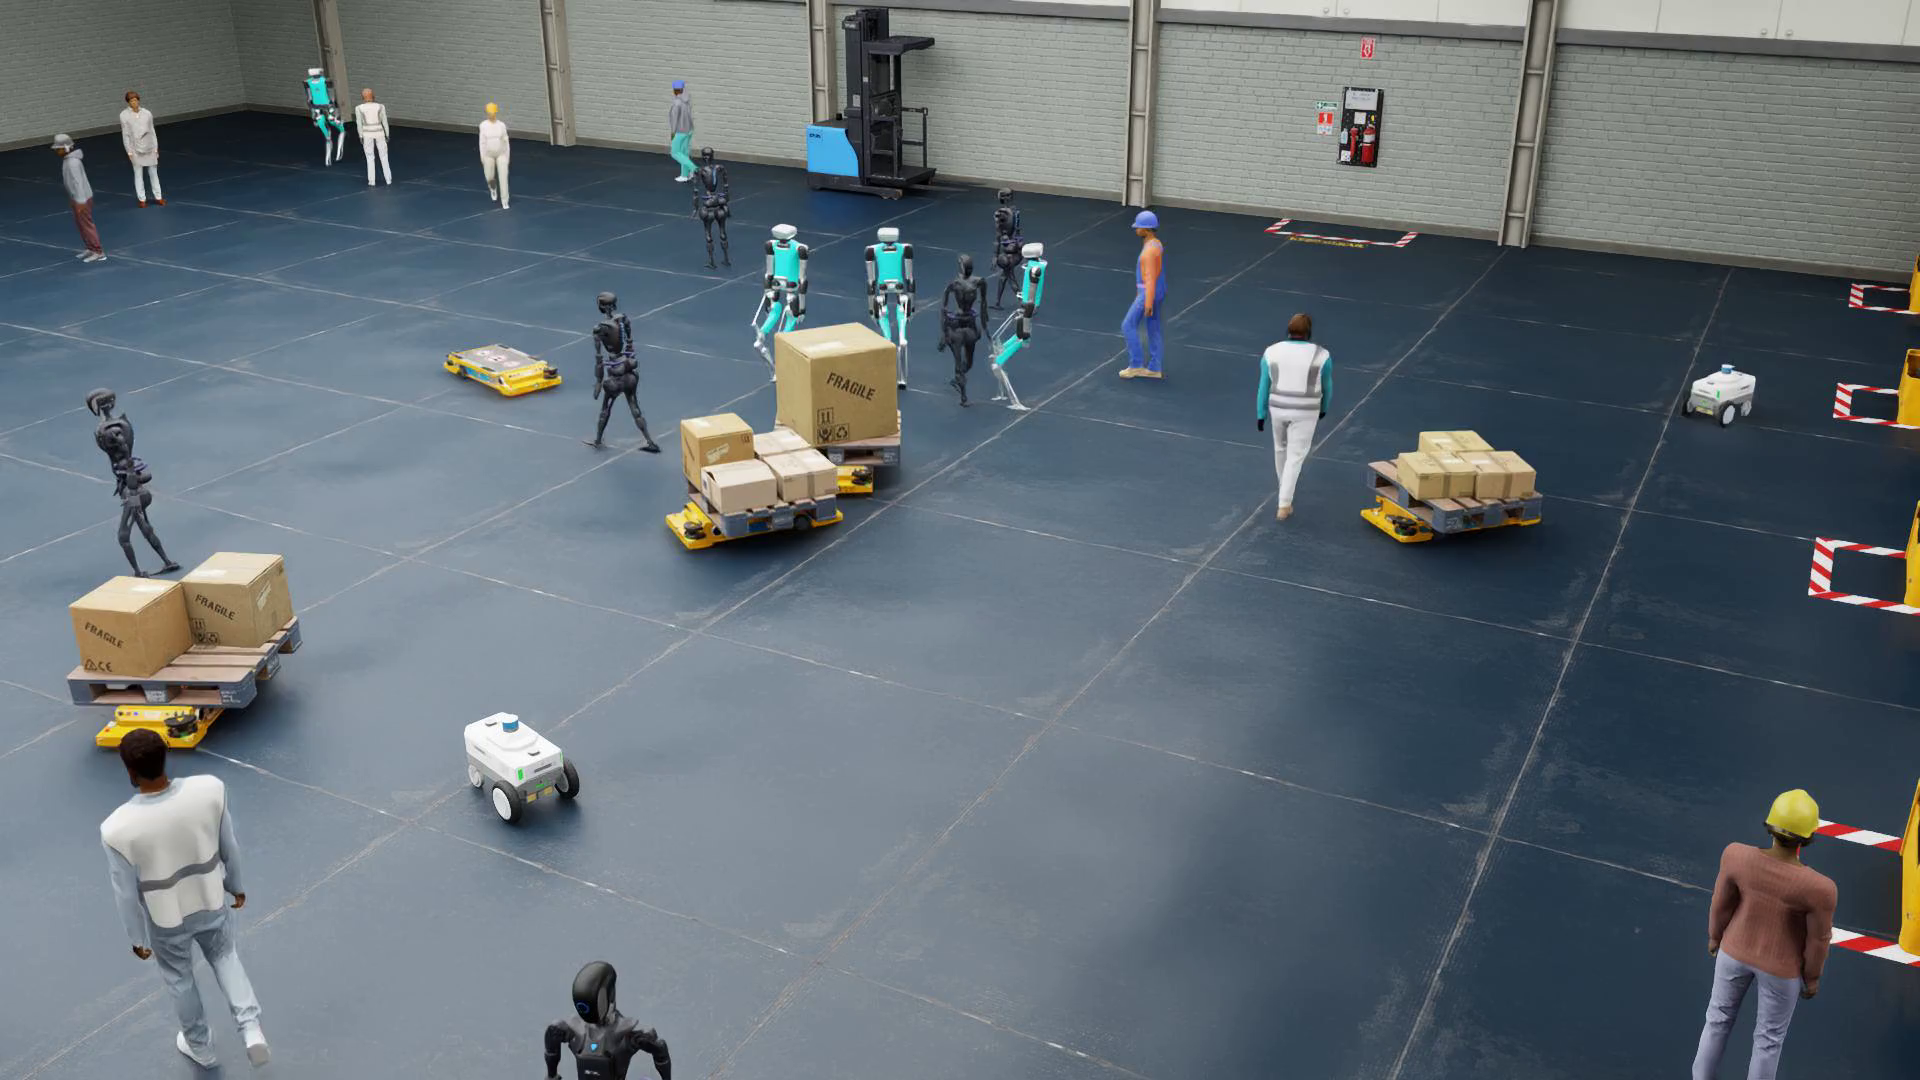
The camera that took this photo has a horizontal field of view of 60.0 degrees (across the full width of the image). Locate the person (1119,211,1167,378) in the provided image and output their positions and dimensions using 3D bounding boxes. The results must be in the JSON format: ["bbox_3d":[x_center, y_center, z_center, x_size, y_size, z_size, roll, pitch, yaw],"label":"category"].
[{"bbox_3d":[2.017,-2.705,18.413,0.592,1.887,0.554,8,25,18],"label":"person"}]

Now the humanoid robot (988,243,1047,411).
[{"bbox_3d":[0.500,-2.229,17.524,0.795,1.799,0.531,2,23,4],"label":"humanoid robot"}]

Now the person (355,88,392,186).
[{"bbox_3d":[-10.039,-6.903,28.505,0.516,1.632,0.310,-10,25,-22],"label":"person"}]

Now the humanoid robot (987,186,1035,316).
[{"bbox_3d":[0.638,-3.611,20.883,0.837,1.630,0.608,14,27,30],"label":"humanoid robot"}]

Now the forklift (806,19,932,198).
[{"bbox_3d":[-1.573,-7.292,27.850,1.873,2.768,1.129,12,26,25],"label":"forklift"}]

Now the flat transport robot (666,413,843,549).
[{"bbox_3d":[-1.794,-0.213,14.658,1.431,0.231,0.659,-11,26,-24],"label":"flat transport robot"}]

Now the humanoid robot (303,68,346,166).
[{"bbox_3d":[-11.478,-7.691,30.228,0.545,1.776,0.883,1,23,1],"label":"humanoid robot"}]

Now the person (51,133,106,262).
[{"bbox_3d":[-12.468,-4.843,23.497,0.391,1.800,0.547,-15,27,-31],"label":"person"}]

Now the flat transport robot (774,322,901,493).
[{"bbox_3d":[-1.172,-0.784,15.987,0.659,0.231,1.431,-1,23,-2],"label":"flat transport robot"}]

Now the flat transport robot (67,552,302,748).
[{"bbox_3d":[-5.423,1.035,11.752,0.659,0.231,1.431,1,23,2],"label":"flat transport robot"}]

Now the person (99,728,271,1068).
[{"bbox_3d":[-3.703,1.765,7.978,0.623,1.905,0.598,21,31,40],"label":"person"}]

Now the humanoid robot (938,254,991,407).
[{"bbox_3d":[0.038,-2.260,17.719,0.613,1.641,0.745,-9,25,-20],"label":"humanoid robot"}]

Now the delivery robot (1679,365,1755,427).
[{"bbox_3d":[7.945,-1.526,17.351,0.789,0.593,0.499,-16,28,-32],"label":"delivery robot"}]

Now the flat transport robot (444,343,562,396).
[{"bbox_3d":[-5.131,-1.914,18.618,0.659,0.231,1.431,-21,31,-40],"label":"flat transport robot"}]

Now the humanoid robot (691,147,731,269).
[{"bbox_3d":[-3.459,-4.636,23.155,0.599,1.656,0.315,-16,28,-32],"label":"humanoid robot"}]

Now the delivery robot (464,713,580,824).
[{"bbox_3d":[-2.813,1.398,10.542,0.499,0.592,0.774,-21,31,-40],"label":"delivery robot"}]

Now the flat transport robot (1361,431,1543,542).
[{"bbox_3d":[4.360,-0.253,14.751,1.431,0.231,0.659,-8,25,-18],"label":"flat transport robot"}]

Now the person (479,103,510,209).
[{"bbox_3d":[-7.497,-6.219,26.839,0.480,1.679,0.588,-5,24,-12],"label":"person"}]

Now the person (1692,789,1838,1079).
[{"bbox_3d":[3.737,1.942,7.741,0.524,1.772,0.307,20,30,39],"label":"person"}]

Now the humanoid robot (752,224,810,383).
[{"bbox_3d":[-1.995,-2.464,18.102,0.530,1.830,0.799,11,26,24],"label":"humanoid robot"}]

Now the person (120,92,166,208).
[{"bbox_3d":[-13.225,-6.316,26.893,0.520,1.828,0.366,-17,28,-34],"label":"person"}]

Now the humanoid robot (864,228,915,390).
[{"bbox_3d":[-0.729,-2.455,18.090,0.556,1.762,1.047,-3,23,-7],"label":"humanoid robot"}]

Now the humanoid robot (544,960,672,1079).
[{"bbox_3d":[-1.367,2.399,6.796,0.599,1.649,0.439,3,23,8],"label":"humanoid robot"}]

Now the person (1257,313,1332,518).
[{"bbox_3d":[2.992,-1.148,14.918,0.610,1.791,0.960,11,26,24],"label":"person"}]

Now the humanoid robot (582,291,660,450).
[{"bbox_3d":[-3.360,-1.648,16.283,0.773,1.625,0.594,11,26,25],"label":"humanoid robot"}]

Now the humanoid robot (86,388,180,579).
[{"bbox_3d":[-6.709,-0.451,13.444,0.473,1.637,0.612,-17,29,-35],"label":"humanoid robot"}]

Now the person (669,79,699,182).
[{"bbox_3d":[-4.750,-7.026,28.619,0.483,1.759,0.559,8,25,18],"label":"person"}]
